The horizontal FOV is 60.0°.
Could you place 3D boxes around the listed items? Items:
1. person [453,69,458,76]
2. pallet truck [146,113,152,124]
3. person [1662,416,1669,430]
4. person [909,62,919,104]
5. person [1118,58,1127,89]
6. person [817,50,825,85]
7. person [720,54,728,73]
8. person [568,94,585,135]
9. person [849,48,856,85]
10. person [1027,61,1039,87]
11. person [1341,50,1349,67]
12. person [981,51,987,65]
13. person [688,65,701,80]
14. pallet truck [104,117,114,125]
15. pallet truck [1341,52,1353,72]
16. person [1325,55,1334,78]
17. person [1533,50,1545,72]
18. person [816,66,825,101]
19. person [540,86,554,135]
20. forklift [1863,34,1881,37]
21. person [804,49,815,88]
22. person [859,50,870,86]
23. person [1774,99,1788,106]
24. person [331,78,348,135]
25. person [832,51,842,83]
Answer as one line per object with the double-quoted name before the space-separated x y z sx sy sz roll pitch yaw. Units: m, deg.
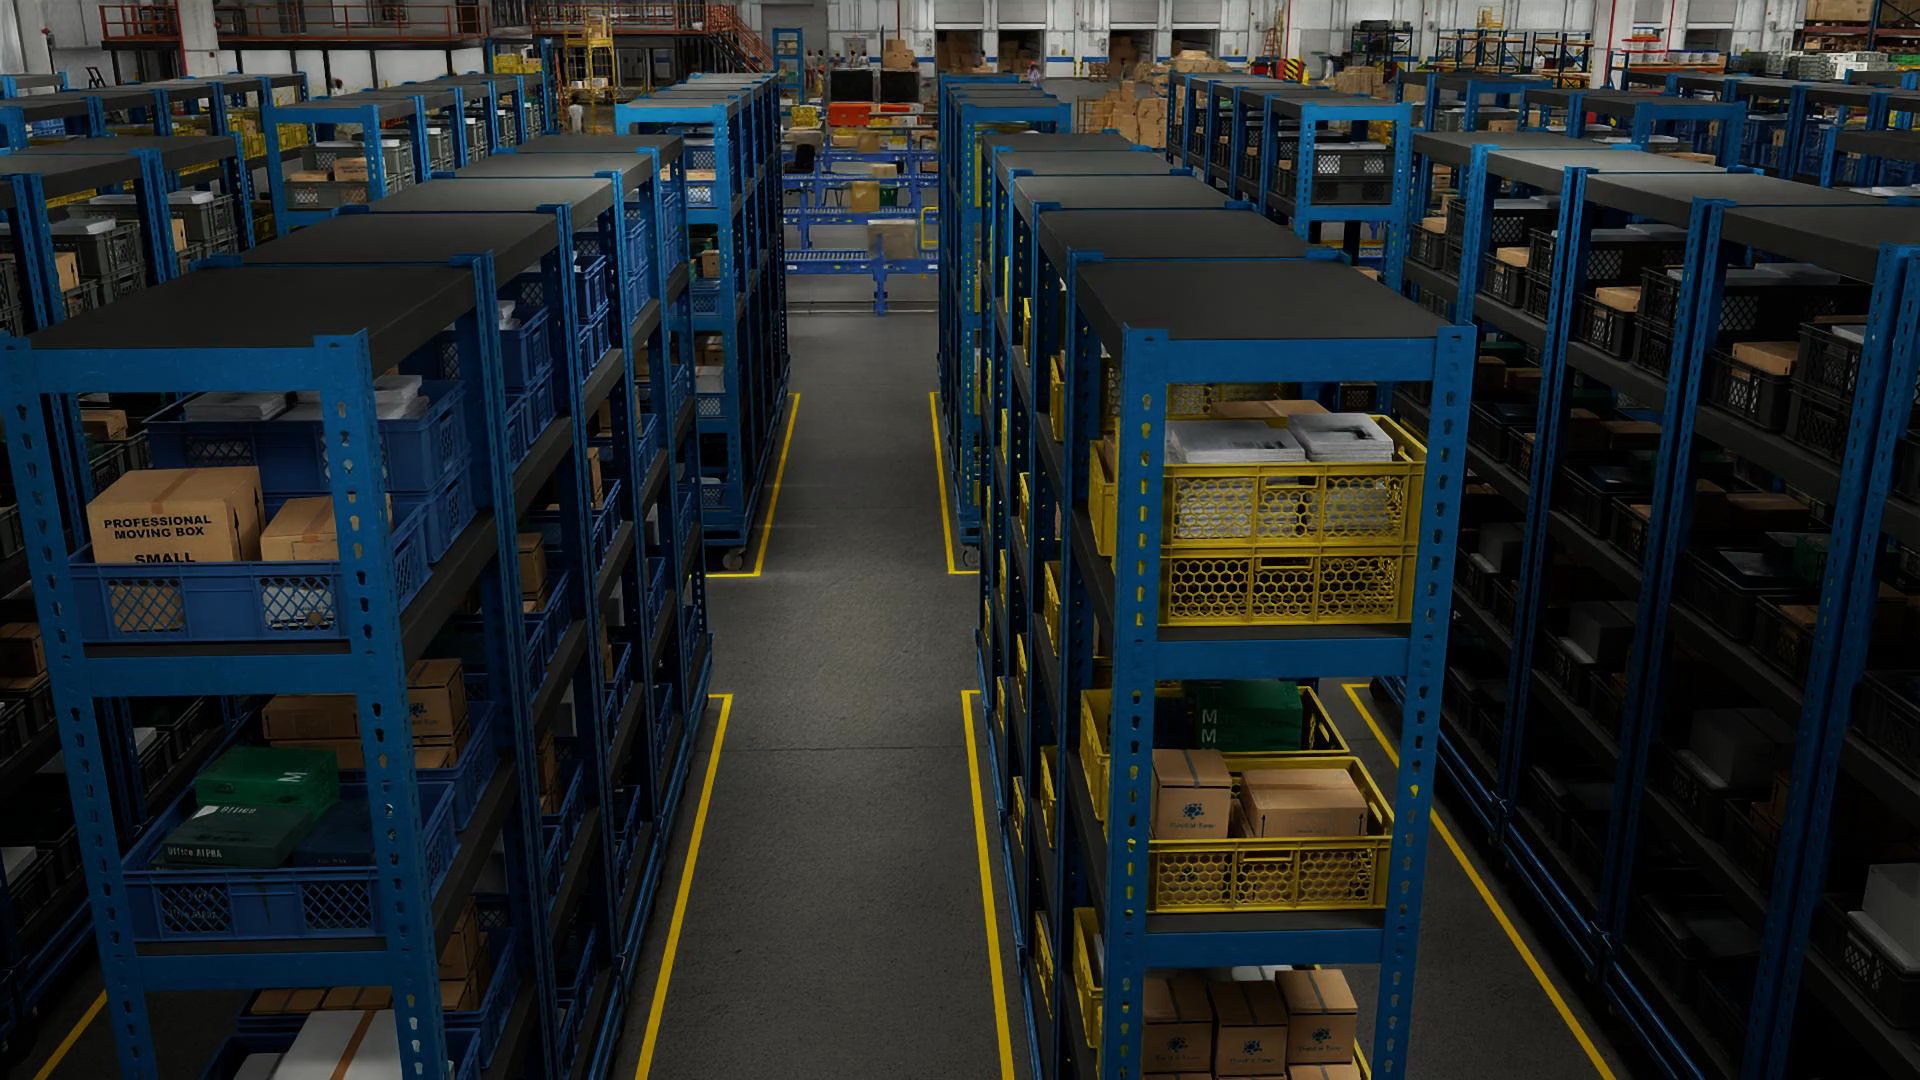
"person" -19.097 -16.924 63.219 0.947 1.880 0.605 0 18 -1
"pallet truck" -18.087 -8.309 36.390 1.885 1.965 0.823 -1 18 -4
"person" 4.978 -0.175 11.593 0.985 1.780 0.585 8 20 24
"person" -1.987 -19.294 70.507 0.453 1.915 0.651 -5 19 -16
"person" 7.679 -21.728 78.204 0.973 1.819 0.542 -7 19 -19
"person" -7.561 -25.637 90.268 0.430 1.841 0.624 -2 18 -8
"person" -13.009 -25.990 91.202 0.444 1.928 0.621 5 19 15
"person" -10.807 -11.610 46.845 0.448 1.855 0.511 14 22 36
"person" -5.846 -25.824 90.705 0.379 1.922 0.594 5 19 16
"person" 3.045 -18.971 69.392 0.617 2.006 0.968 17 24 41
"person" 19.854 -24.140 85.417 0.690 1.968 0.642 -1 18 -2
"person" 1.410 -26.947 94.559 0.408 1.680 0.585 10 21 29
"person" -10.373 -17.533 64.865 0.746 2.000 0.879 -13 22 -36
"pallet truck" -18.367 -7.885 35.078 1.885 1.965 0.823 1 18 2
"pallet truck" 18.794 -23.123 82.231 0.823 1.965 1.885 -13 22 -35
"person" 18.602 -23.512 83.785 0.982 1.792 0.637 6 19 19
"person" 30.803 -25.119 88.587 0.572 1.887 0.356 16 24 40
"person" -5.469 -17.677 65.489 0.374 1.928 0.543 -3 18 -8
"person" -13.885 -14.435 55.716 0.523 1.769 0.323 -9 20 -26
"forklift" 45.817 -24.194 84.132 1.129 2.768 1.873 12 21 33
"person" -7.854 -24.630 86.896 0.608 1.996 0.375 4 18 13
"person" -5.116 -25.301 89.135 0.553 1.908 0.882 -1 18 -3
"person" 25.723 -13.286 52.278 0.532 1.693 0.319 -10 20 -27
"person" -20.782 -14.562 55.957 0.619 1.866 0.598 16 24 40
"person" -6.805 -26.128 91.952 0.808 1.734 0.525 -13 22 -35
